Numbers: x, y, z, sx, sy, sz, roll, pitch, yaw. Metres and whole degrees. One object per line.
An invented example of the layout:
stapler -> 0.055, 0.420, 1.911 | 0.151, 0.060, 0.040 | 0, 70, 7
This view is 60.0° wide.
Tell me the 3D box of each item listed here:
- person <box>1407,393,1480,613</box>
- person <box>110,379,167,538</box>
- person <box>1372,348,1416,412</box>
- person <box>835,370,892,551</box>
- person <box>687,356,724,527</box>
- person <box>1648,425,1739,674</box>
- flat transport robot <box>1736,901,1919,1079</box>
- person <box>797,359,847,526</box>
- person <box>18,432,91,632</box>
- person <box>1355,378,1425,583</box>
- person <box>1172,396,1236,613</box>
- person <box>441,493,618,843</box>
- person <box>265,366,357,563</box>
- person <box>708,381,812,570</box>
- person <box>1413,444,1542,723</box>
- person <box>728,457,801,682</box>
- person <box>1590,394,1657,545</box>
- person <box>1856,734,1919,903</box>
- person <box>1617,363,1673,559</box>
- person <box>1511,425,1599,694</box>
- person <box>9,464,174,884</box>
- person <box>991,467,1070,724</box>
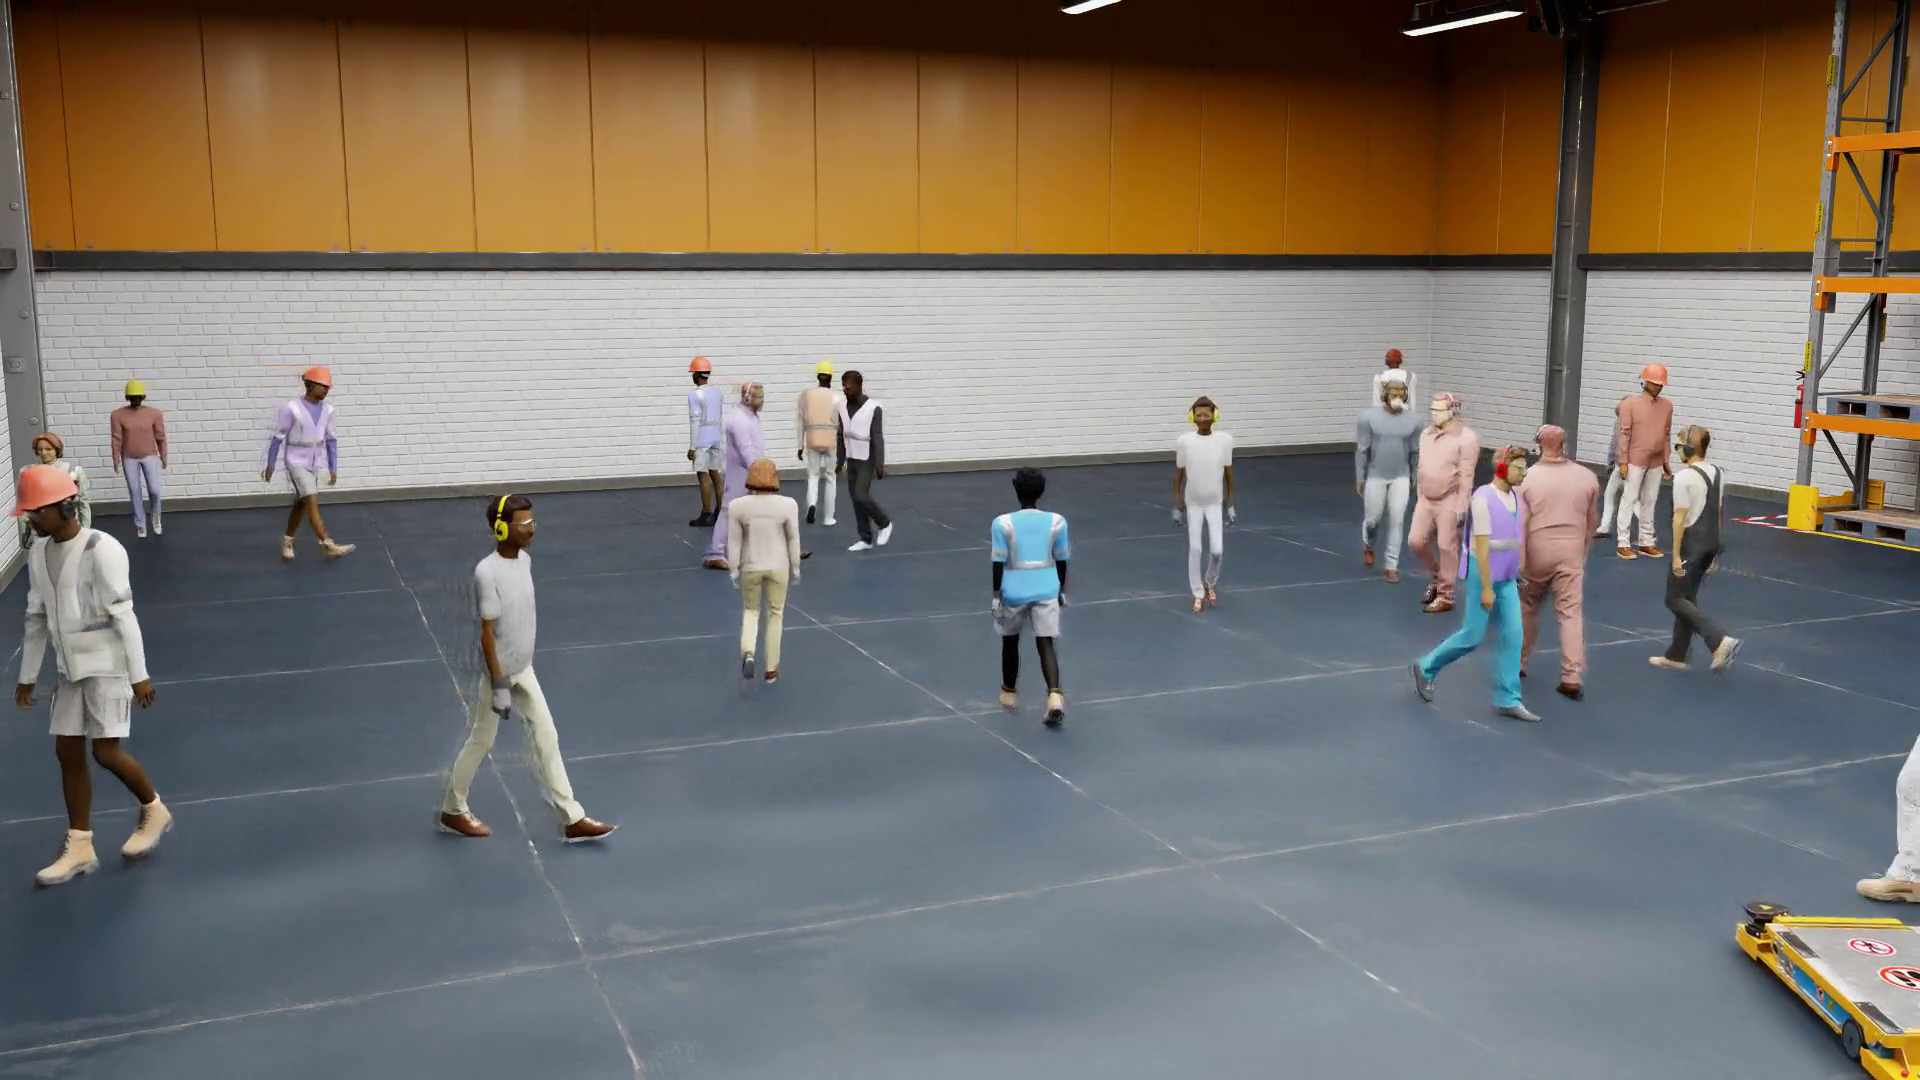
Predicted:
person -> 4.102, -0.312, 14.196 | 0.422, 1.893, 0.645 | -6, 11, -32
person -> -8.920, -0.885, 18.089 | 0.534, 1.746, 0.422 | -4, 10, -24
person -> 5.819, -1.639, 22.306 | 0.579, 1.865, 0.802 | 2, 10, 12
person -> -1.025, -0.819, 17.278 | 0.597, 1.891, 0.467 | 9, 13, 43
person -> -2.920, -1.116, 18.914 | 0.377, 1.936, 0.549 | 5, 11, 30
person -> 5.347, 0.092, 11.973 | 0.527, 1.819, 0.652 | -5, 11, -30
flat transport robot -> 3.656, 1.766, 6.490 | 0.652, 0.197, 1.431 | 0, 9, 3
person -> -1.559, -1.086, 18.819 | 0.603, 1.909, 0.543 | 1, 9, 7
person -> -7.267, -0.051, 13.371 | 0.524, 1.636, 0.308 | -2, 10, -13
person -> 4.045, -0.583, 15.721 | 0.633, 1.922, 0.659 | 1, 9, 6
person -> 2.078, -0.297, 14.178 | 0.552, 1.861, 0.423 | 1, 9, 6
person -> -2.278, 0.665, 8.483 | 1.001, 1.822, 0.552 | 3, 10, 16
person -> -6.527, -0.750, 16.616 | 1.034, 1.960, 0.682 | 5, 11, 29
person -> -2.003, -0.607, 16.100 | 1.027, 1.847, 0.643 | 2, 10, 12
person -> 3.446, 0.261, 10.966 | 0.588, 1.812, 0.833 | -8, 12, -41
person -> -1.382, 0.221, 11.778 | 0.506, 1.621, 0.407 | 0, 9, 1
person -> 7.119, -0.764, 17.781 | 0.562, 1.613, 0.576 | -1, 9, -4
person -> 4.440, 0.826, 7.495 | 0.728, 1.818, 0.662 | 2, 10, 12
person -> 6.941, -0.798, 16.838 | 0.608, 1.988, 0.387 | -3, 10, -17
person -> 4.146, 0.127, 11.671 | 0.642, 1.859, 0.991 | 0, 9, 1
person -> -4.218, 0.628, 8.080 | 0.726, 2.022, 0.736 | 4, 10, 25
person -> 0.472, 0.356, 10.842 | 0.540, 1.667, 0.826 | -2, 10, -11
